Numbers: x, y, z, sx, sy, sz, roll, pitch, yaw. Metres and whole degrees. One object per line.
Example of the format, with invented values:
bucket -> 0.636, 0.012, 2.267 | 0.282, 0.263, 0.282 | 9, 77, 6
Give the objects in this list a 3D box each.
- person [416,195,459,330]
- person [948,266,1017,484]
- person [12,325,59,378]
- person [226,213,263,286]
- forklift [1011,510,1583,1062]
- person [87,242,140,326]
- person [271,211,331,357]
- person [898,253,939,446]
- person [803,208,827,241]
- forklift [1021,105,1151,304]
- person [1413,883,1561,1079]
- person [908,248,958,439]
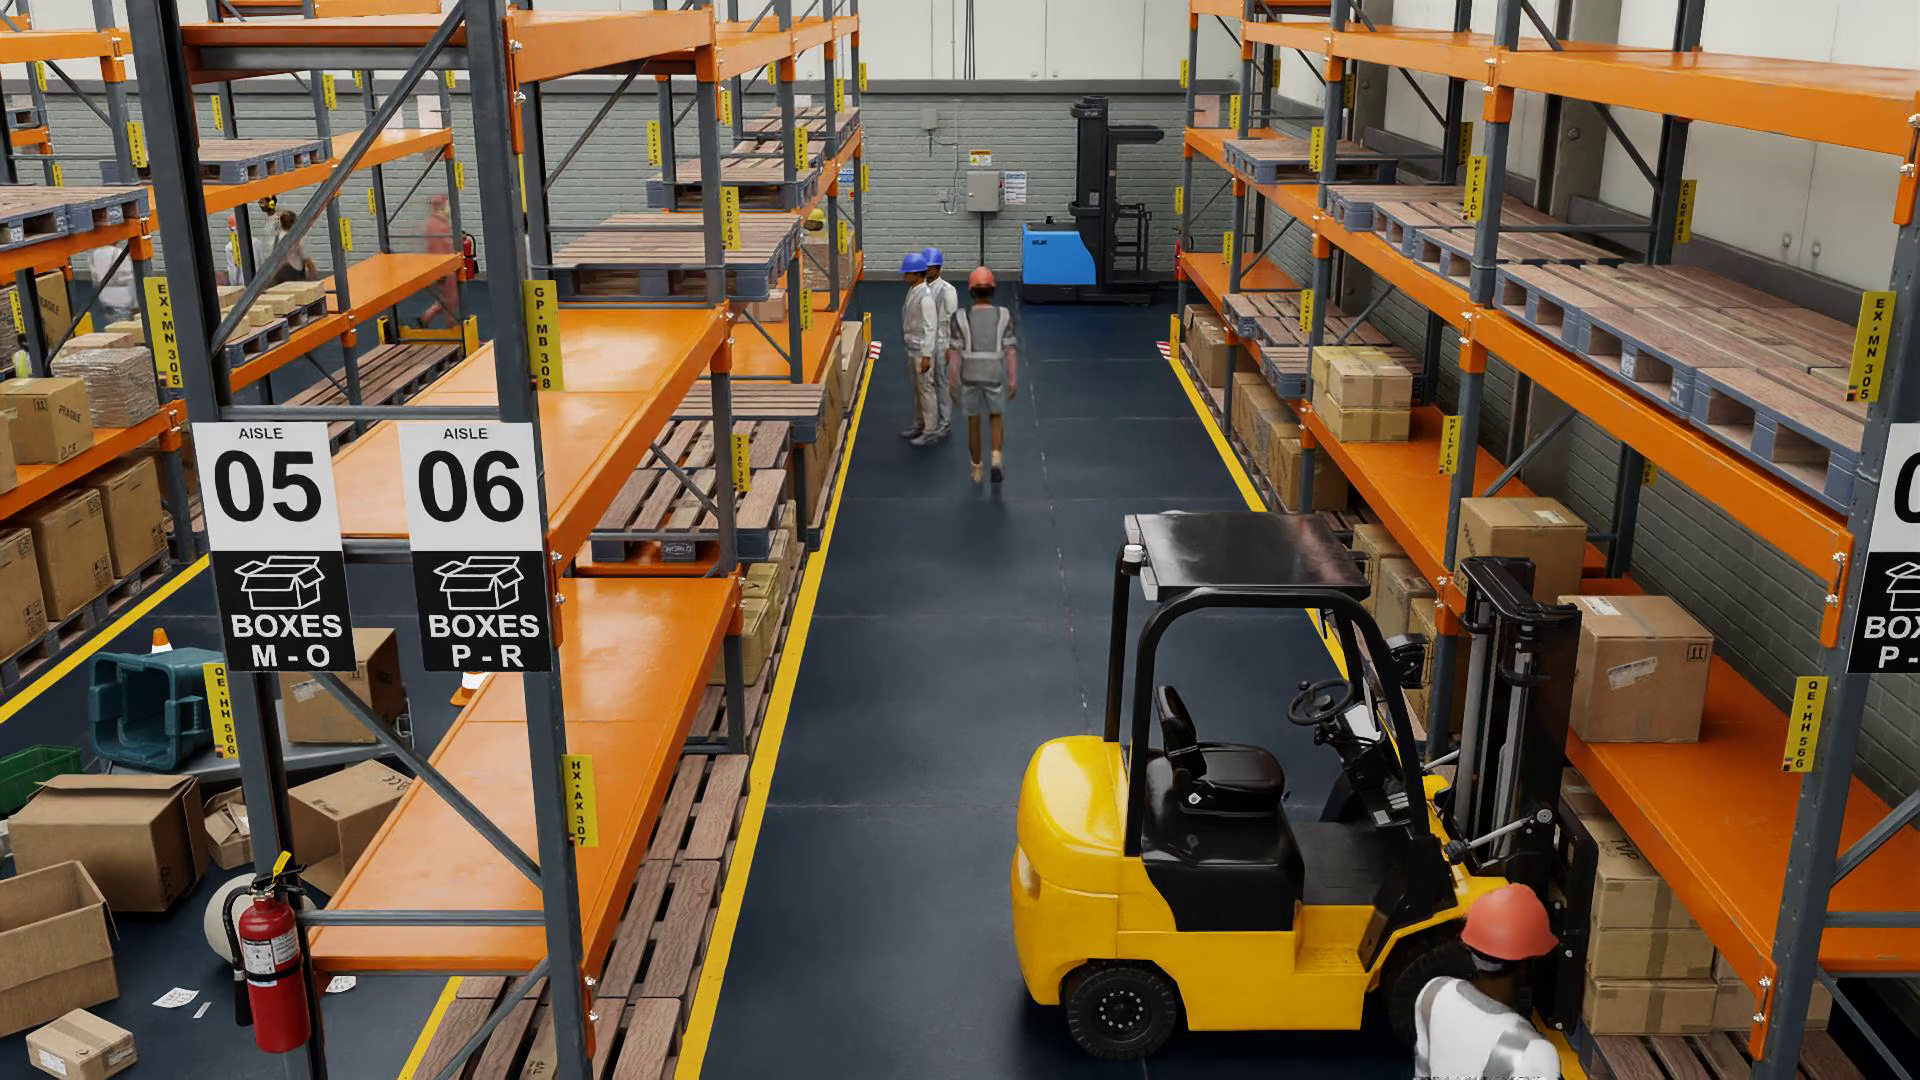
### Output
person -> -6.828, -3.564, 21.823 | 0.571, 1.884, 0.658 | -3, 19, -9
person -> 0.203, -1.508, 15.395 | 0.627, 2.025, 0.478 | -1, 18, -4
person -> -8.122, -1.131, 14.779 | 0.554, 1.677, 0.373 | 4, 19, 11
person -> -9.072, -3.265, 21.130 | 0.324, 1.752, 0.562 | 6, 19, 19
forklift -> 1.387, 1.055, 7.378 | 2.313, 2.155, 1.214 | 0, 18, 0
person -> -9.868, -2.761, 19.405 | 0.589, 1.889, 0.539 | 6, 19, 18
person -> -8.301, -3.233, 20.949 | 0.500, 1.804, 0.898 | 10, 21, 27
person -> -0.419, -1.920, 16.763 | 0.408, 1.942, 0.616 | -6, 19, -17
person -> -1.892, -3.478, 21.810 | 0.317, 1.733, 0.491 | -1, 18, -3
forklift -> 1.857, -4.944, 24.441 | 1.873, 2.768, 1.129 | 0, 18, 0
person -> 1.569, 1.953, 5.092 | 0.749, 1.918, 0.587 | -7, 19, -19
person -> -0.279, -2.022, 17.062 | 0.614, 1.949, 0.378 | 17, 25, 41
